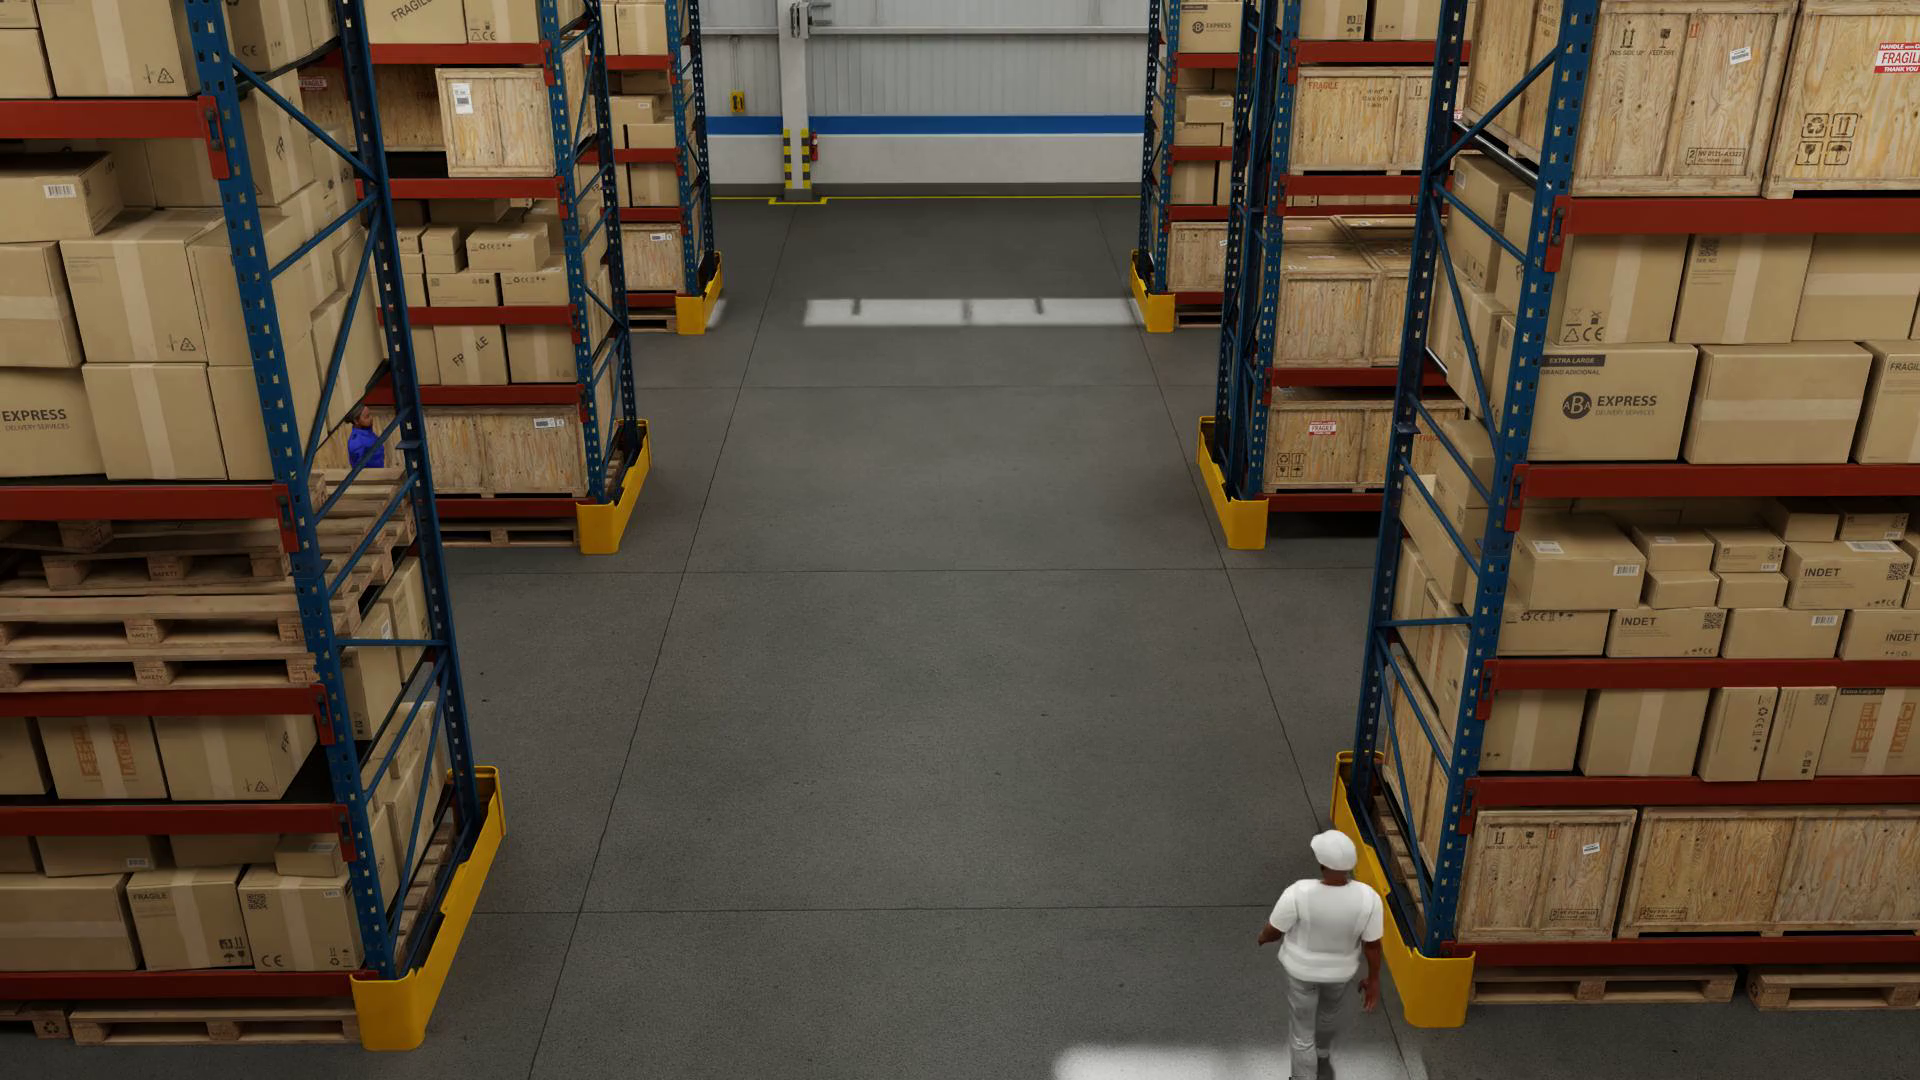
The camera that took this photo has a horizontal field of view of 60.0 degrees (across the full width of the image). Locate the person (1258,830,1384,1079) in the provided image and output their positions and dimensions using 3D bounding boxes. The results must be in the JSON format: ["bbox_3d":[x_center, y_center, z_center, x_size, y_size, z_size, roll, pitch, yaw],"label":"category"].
[{"bbox_3d":[1.939,2.256,9.067,0.605,1.738,0.865,0,25,-1],"label":"person"}]

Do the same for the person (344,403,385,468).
[{"bbox_3d":[-5.271,-0.455,14.977,0.342,1.658,0.439,-4,25,-9],"label":"person"}]
